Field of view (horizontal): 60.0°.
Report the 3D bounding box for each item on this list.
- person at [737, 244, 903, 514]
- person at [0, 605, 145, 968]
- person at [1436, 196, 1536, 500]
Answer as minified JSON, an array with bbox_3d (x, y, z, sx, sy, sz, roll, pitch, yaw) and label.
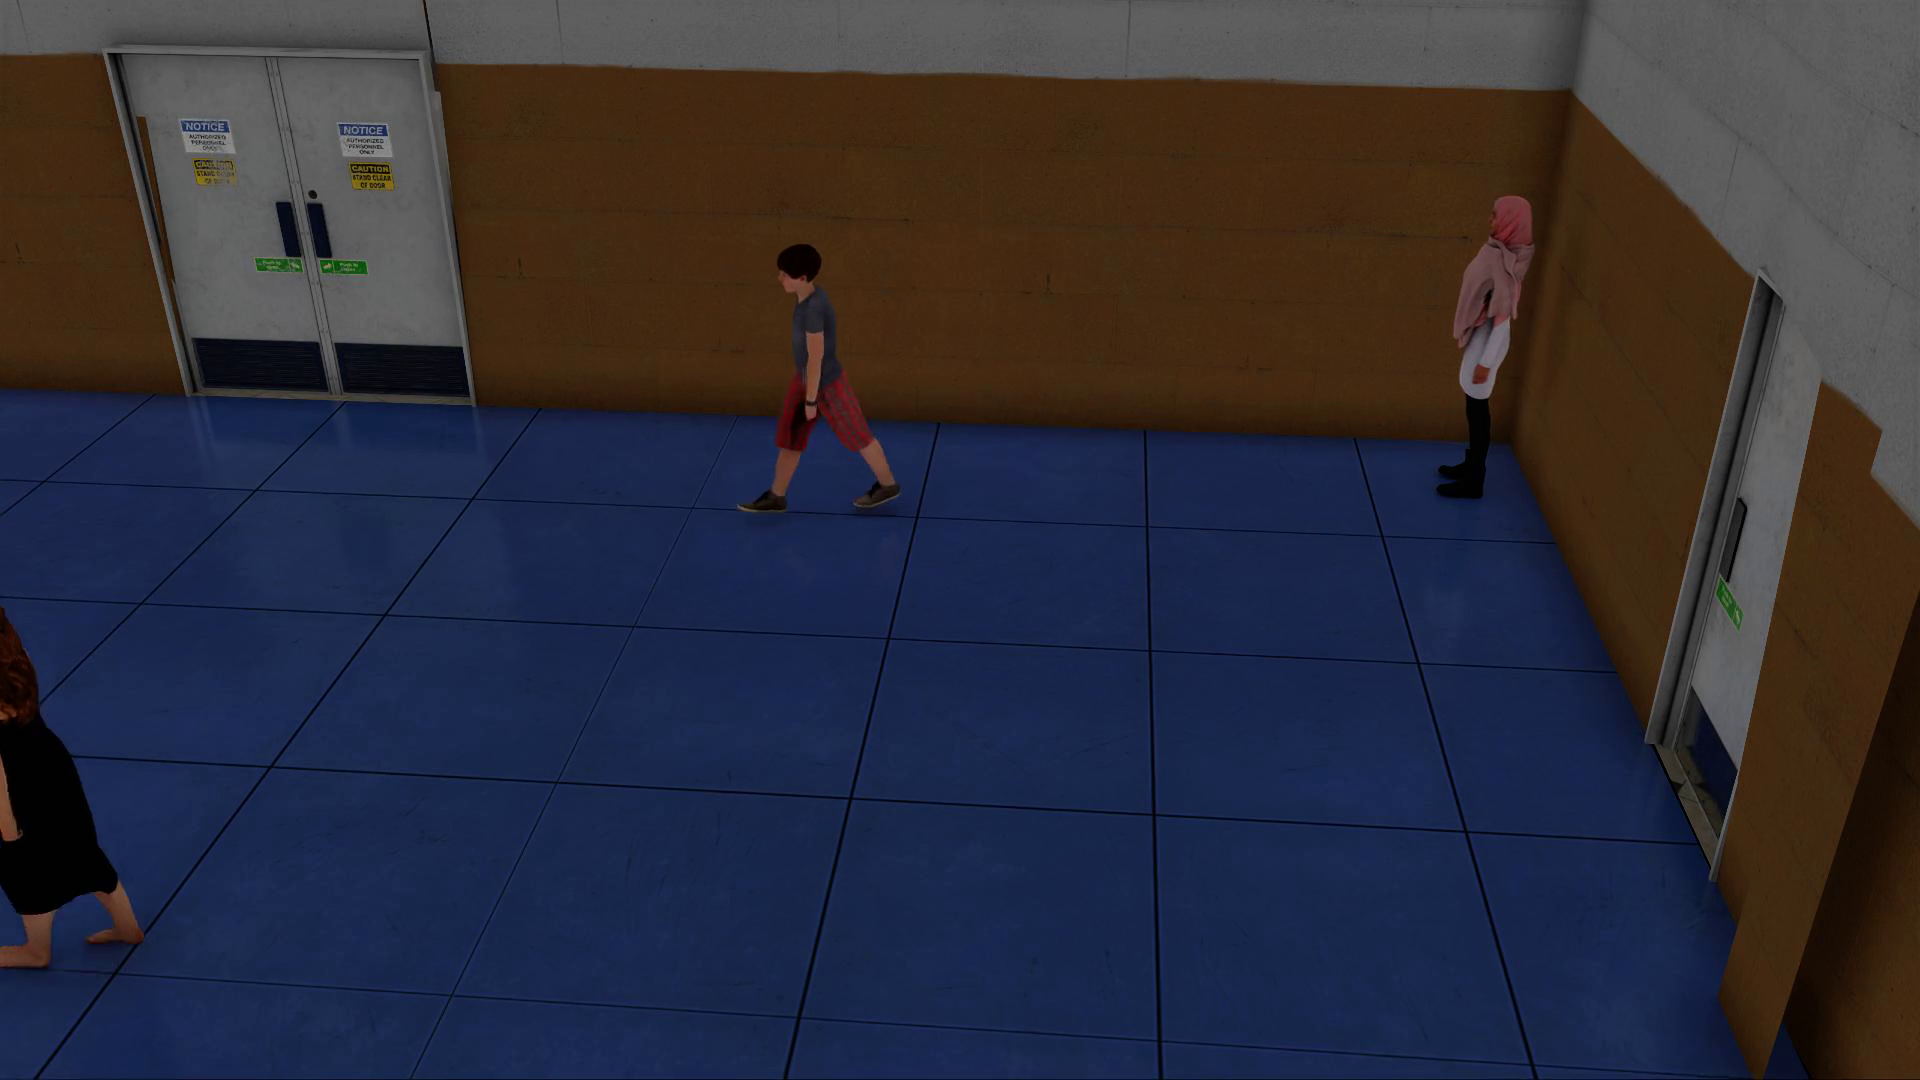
[{"bbox_3d":[-0.689,-0.855,9.313,0.943,1.601,1.187,-7,29,-13],"label":"person"},{"bbox_3d":[-3.350,0.905,6.087,0.675,1.616,0.708,-1,29,-1],"label":"person"},{"bbox_3d":[3.029,-1.102,9.567,0.747,1.804,0.608,9,30,16],"label":"person"}]
